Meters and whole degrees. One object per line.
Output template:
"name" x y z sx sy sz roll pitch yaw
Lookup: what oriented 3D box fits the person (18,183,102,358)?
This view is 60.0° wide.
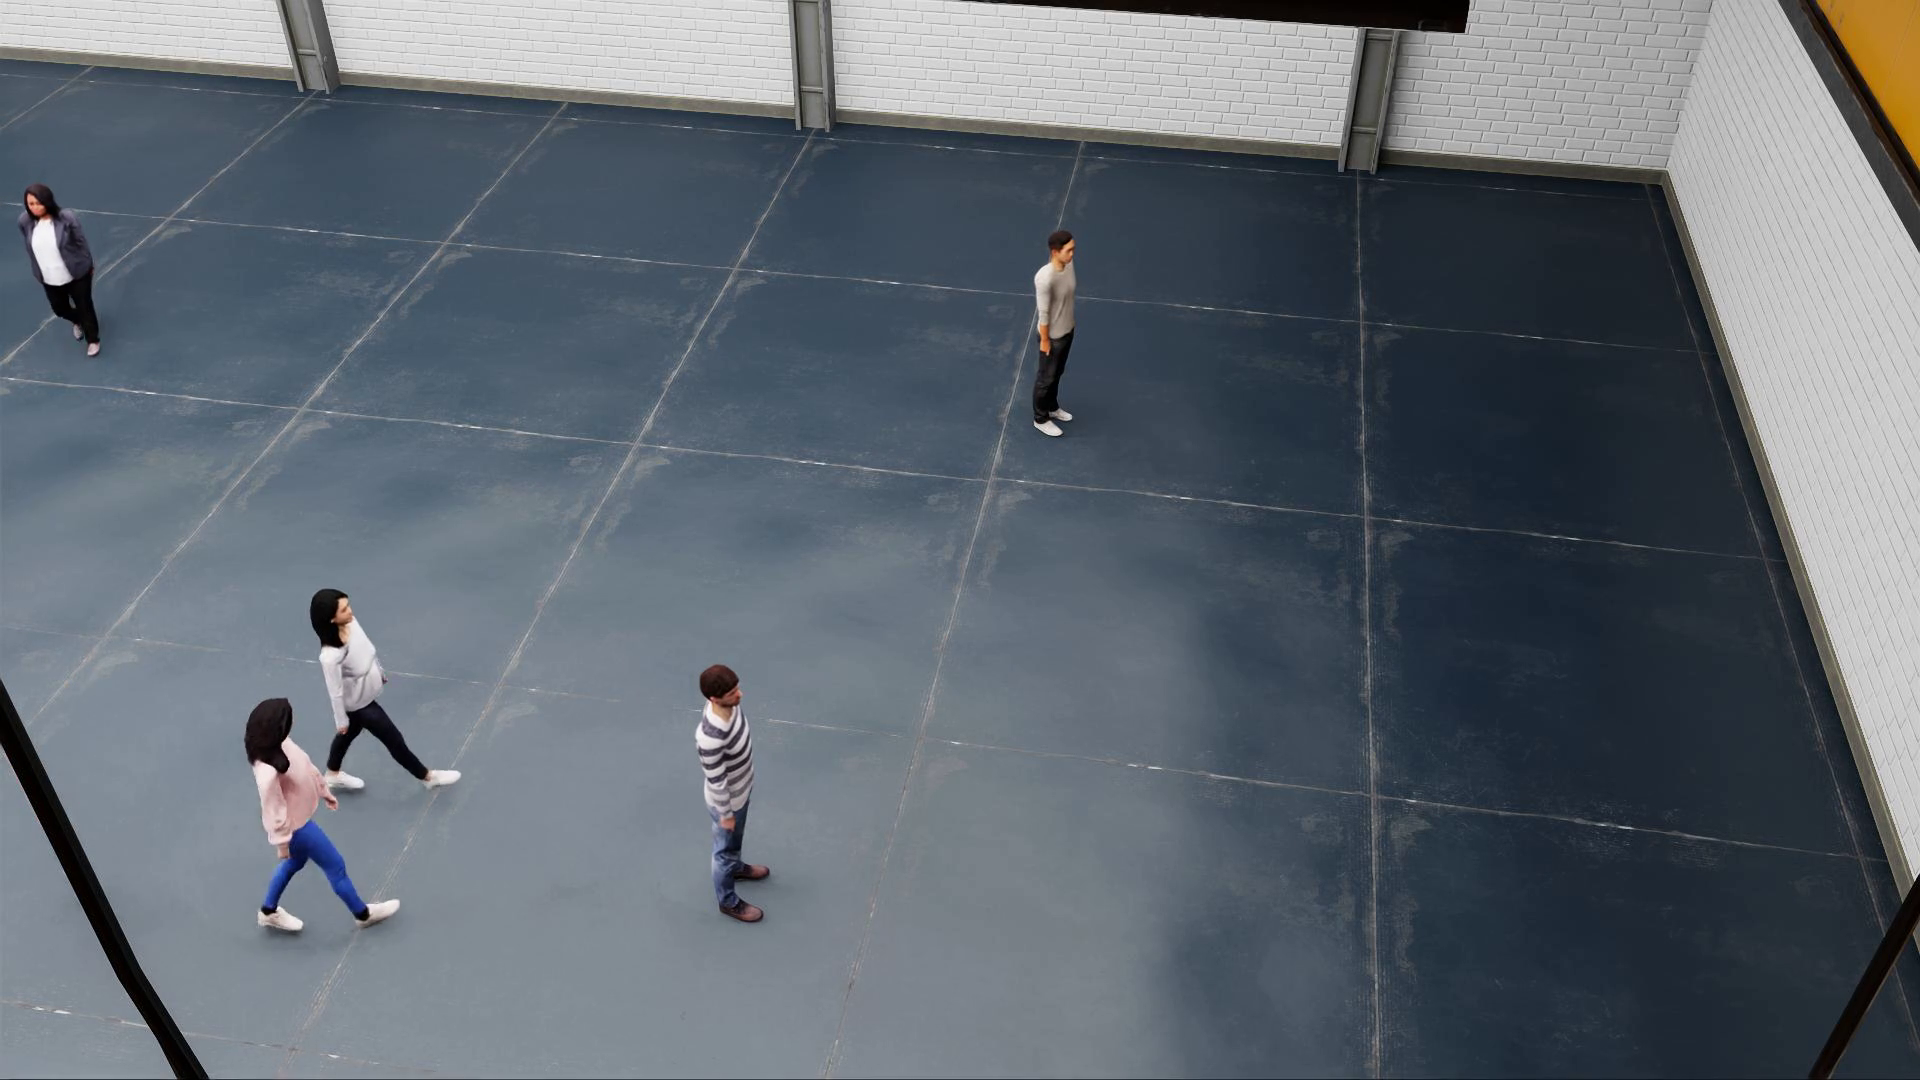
"person" -7.867 -2.408 14.641 0.830 1.586 0.870 -8 39 -9

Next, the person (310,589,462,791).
"person" -3.821 0.987 10.336 1.178 1.652 0.826 -3 39 -4

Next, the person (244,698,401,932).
"person" -3.885 1.622 9.487 1.142 1.720 0.943 -7 39 -9

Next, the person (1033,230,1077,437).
"person" 0.760 -1.717 13.597 0.663 1.808 0.711 19 42 22

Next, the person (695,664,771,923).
"person" -1.349 1.427 9.623 0.549 1.854 0.657 3 39 4
